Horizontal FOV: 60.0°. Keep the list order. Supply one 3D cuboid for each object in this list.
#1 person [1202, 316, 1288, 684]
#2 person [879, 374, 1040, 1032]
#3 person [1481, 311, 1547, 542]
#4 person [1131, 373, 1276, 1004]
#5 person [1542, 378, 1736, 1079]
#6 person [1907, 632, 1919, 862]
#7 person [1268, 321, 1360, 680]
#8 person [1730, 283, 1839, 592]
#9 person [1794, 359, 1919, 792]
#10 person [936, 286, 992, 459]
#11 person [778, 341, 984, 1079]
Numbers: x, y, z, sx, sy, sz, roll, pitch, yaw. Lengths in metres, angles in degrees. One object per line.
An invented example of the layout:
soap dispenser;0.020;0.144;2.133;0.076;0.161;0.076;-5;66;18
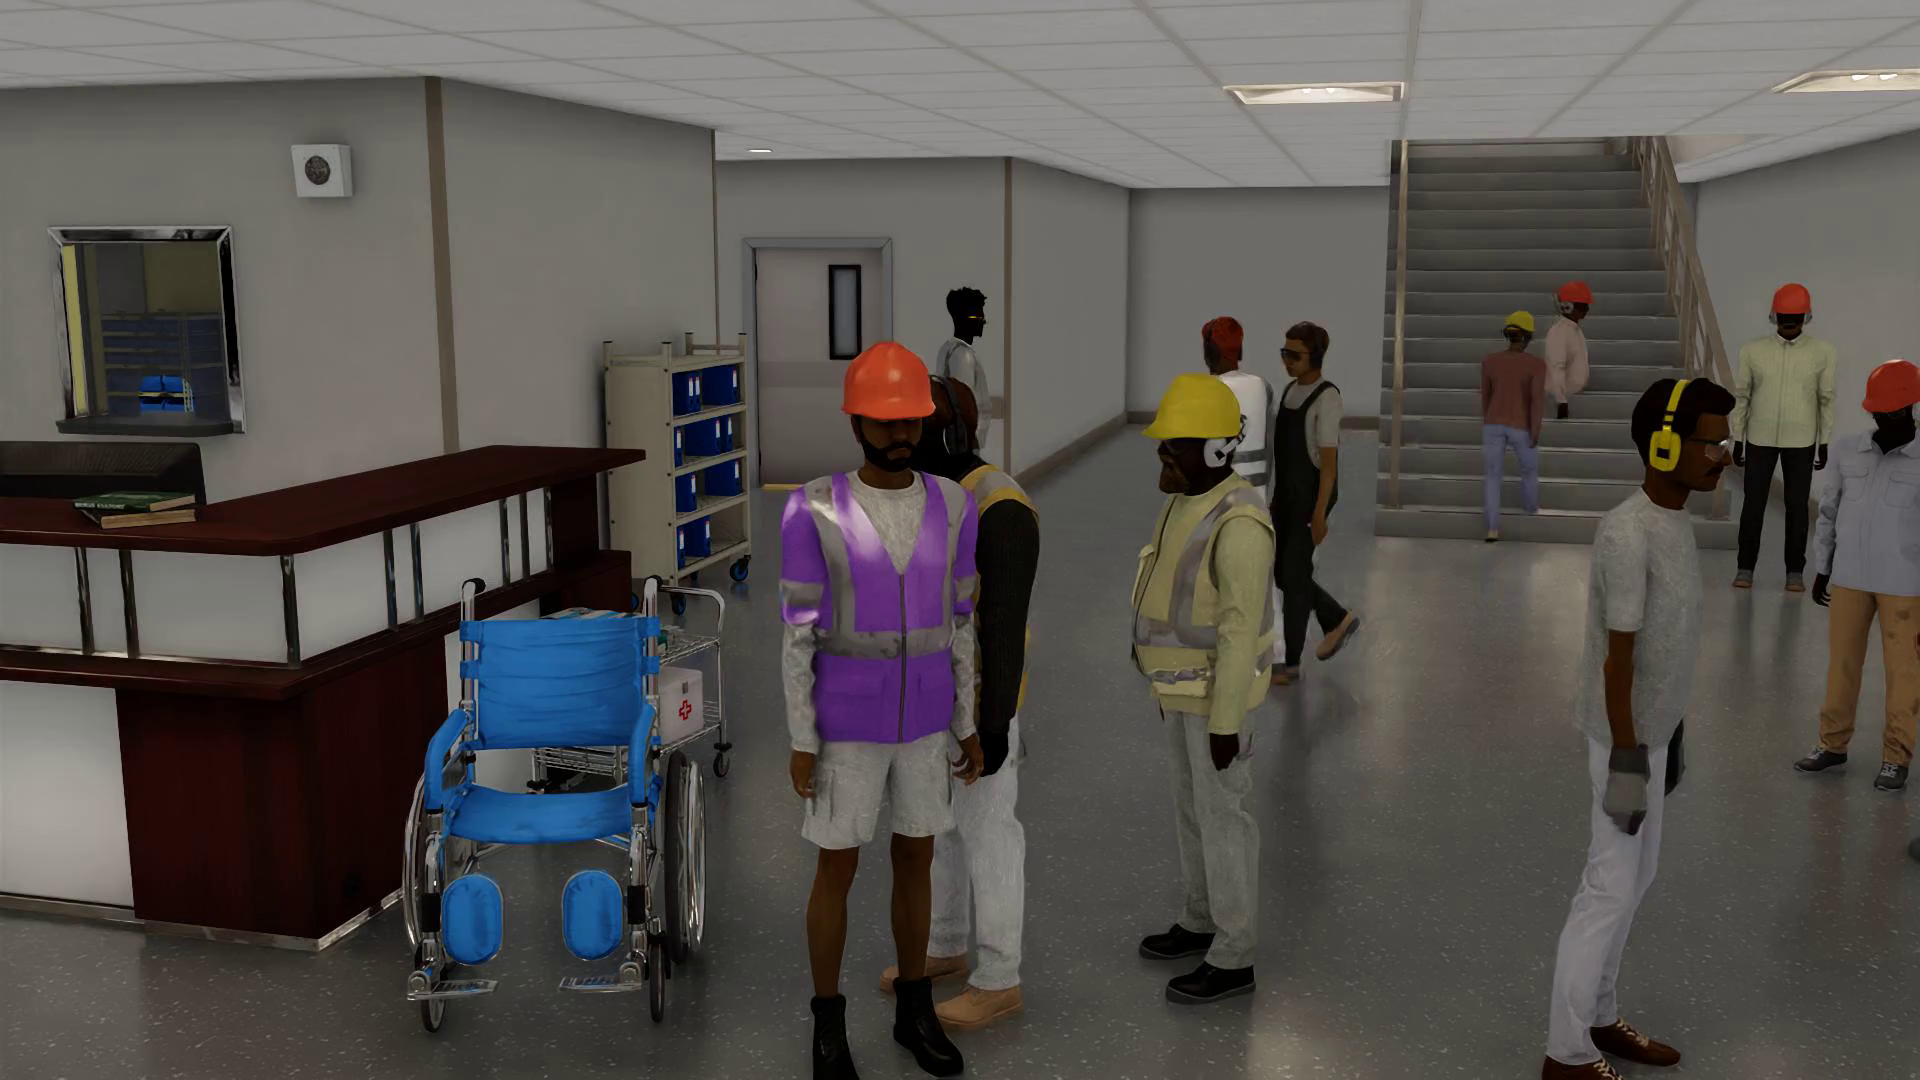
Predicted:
person;1.354;-0.192;8.407;0.605;1.889;0.540;-8;12;-38
person;-0.037;0.451;4.696;0.433;1.836;0.617;-7;12;-36
person;4.247;-0.871;12.713;0.531;1.743;0.730;7;12;37
person;0.702;0.425;4.860;0.404;1.826;0.593;-2;10;-9
person;1.729;0.514;4.239;0.339;1.858;0.502;7;12;34
person;3.648;0.221;5.741;0.629;1.937;0.412;1;10;5
person;1.760;-0.189;8.425;0.586;1.833;0.539;-2;10;-14
person;5.301;-0.655;10.743;0.602;1.985;0.404;5;11;27
person;3.737;0.138;6.767;0.334;1.743;0.560;-7;12;-36
person;0.020;-0.628;10.627;0.367;1.966;0.604;-2;10;-13
person;-0.188;0.461;4.294;0.542;1.939;0.366;-4;10;-23
